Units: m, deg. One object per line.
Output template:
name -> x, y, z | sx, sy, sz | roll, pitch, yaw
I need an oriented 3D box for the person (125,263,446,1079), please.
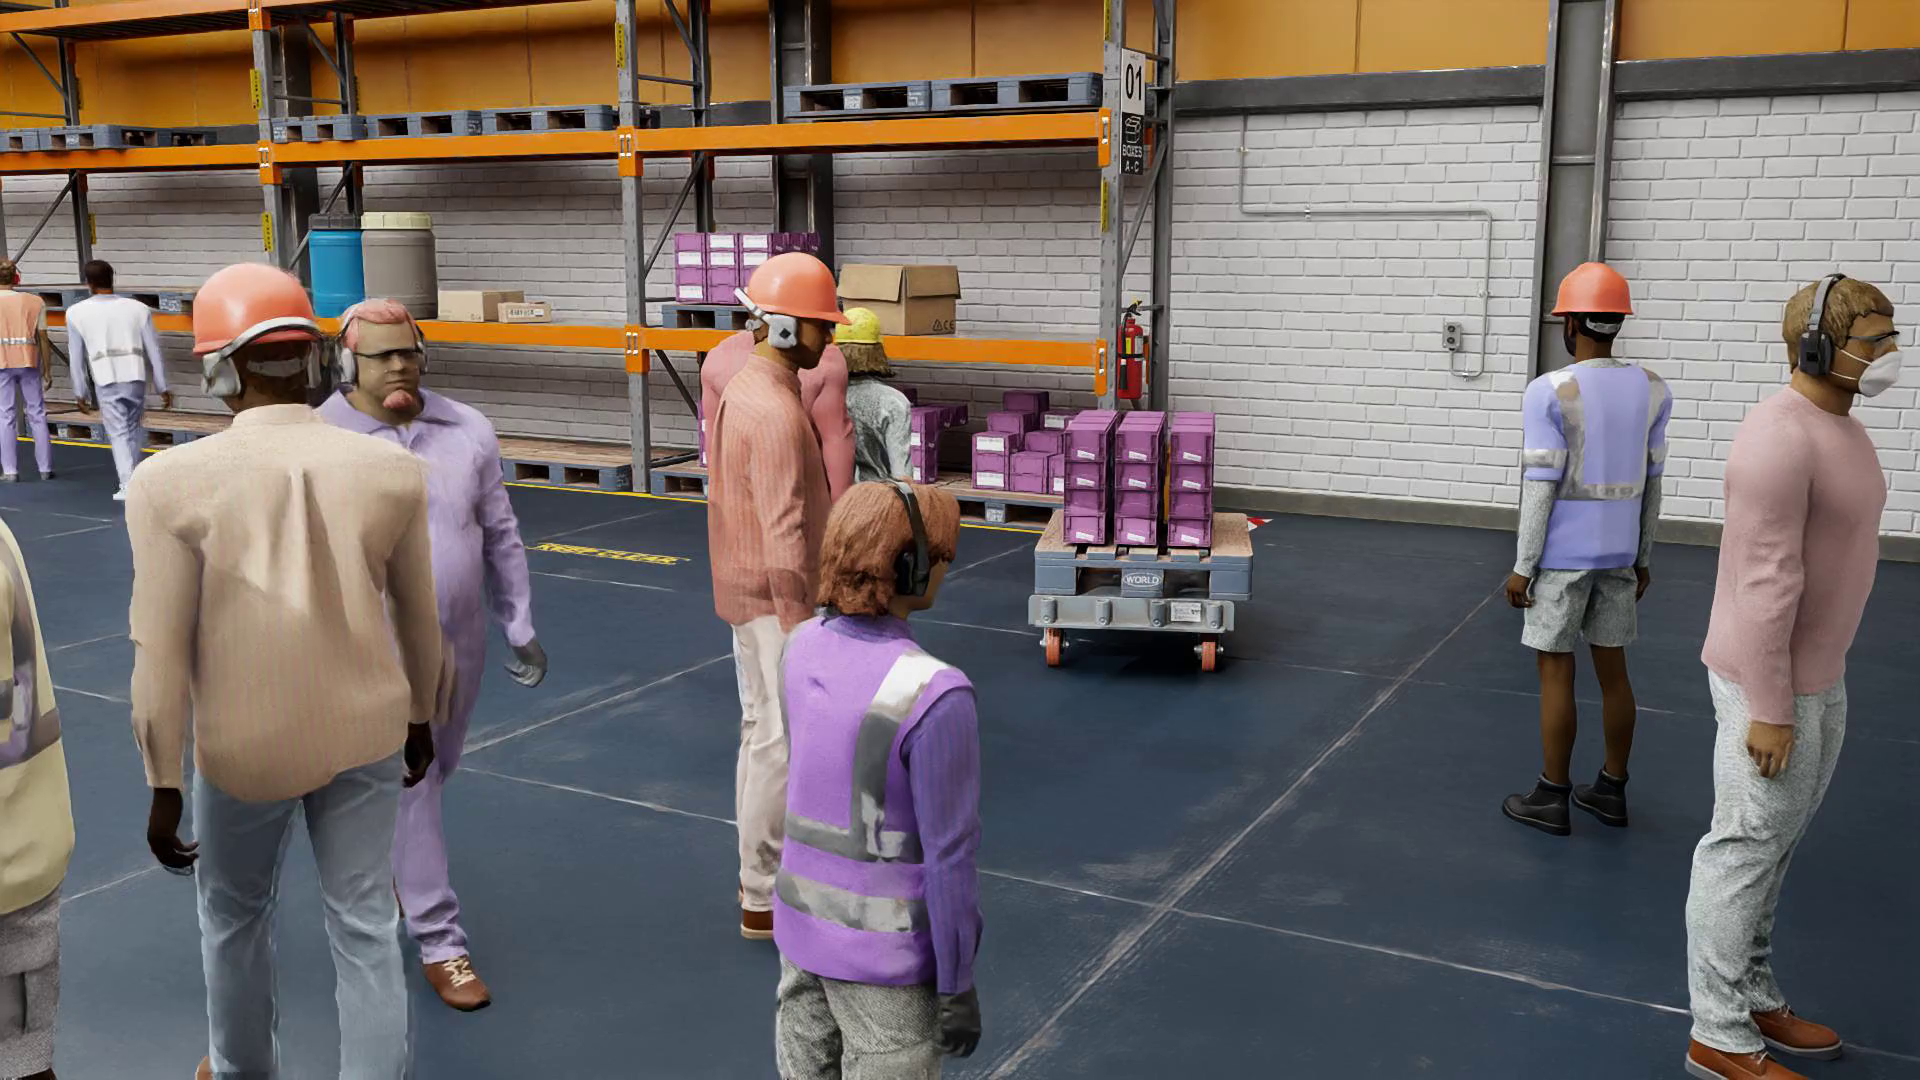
person -> -1.447, 0.401, 3.574 | 0.664, 1.957, 0.876 | -8, 13, -37

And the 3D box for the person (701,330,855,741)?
person -> -0.707, -0.137, 6.619 | 0.627, 1.935, 0.371 | 3, 11, 18

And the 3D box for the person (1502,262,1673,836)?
person -> 2.106, 0.034, 5.669 | 0.551, 1.934, 0.373 | -3, 11, -17

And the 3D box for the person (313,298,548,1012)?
person -> -1.553, 0.262, 4.633 | 0.960, 1.870, 0.642 | 10, 14, 44

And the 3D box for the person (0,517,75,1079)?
person -> -1.708, 0.544, 2.817 | 0.369, 1.958, 0.604 | -7, 12, -34

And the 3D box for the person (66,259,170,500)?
person -> -6.274, -1.161, 12.444 | 0.636, 1.871, 0.884 | -9, 14, -42

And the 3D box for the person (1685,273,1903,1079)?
person -> 1.977, 0.346, 3.956 | 0.378, 1.940, 0.628 | 9, 13, 39

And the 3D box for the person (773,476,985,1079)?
person -> -0.151, 0.704, 2.859 | 0.322, 1.626, 0.530 | -8, 13, -36

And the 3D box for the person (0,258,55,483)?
person -> -7.825, -1.389, 13.753 | 0.570, 1.845, 0.417 | -8, 13, -37

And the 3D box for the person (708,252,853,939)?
person -> -0.509, 0.175, 4.794 | 0.412, 1.980, 0.630 | -3, 11, -14

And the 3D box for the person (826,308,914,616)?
person -> -0.416, -0.084, 6.878 | 0.486, 1.738, 0.320 | 4, 11, 19
